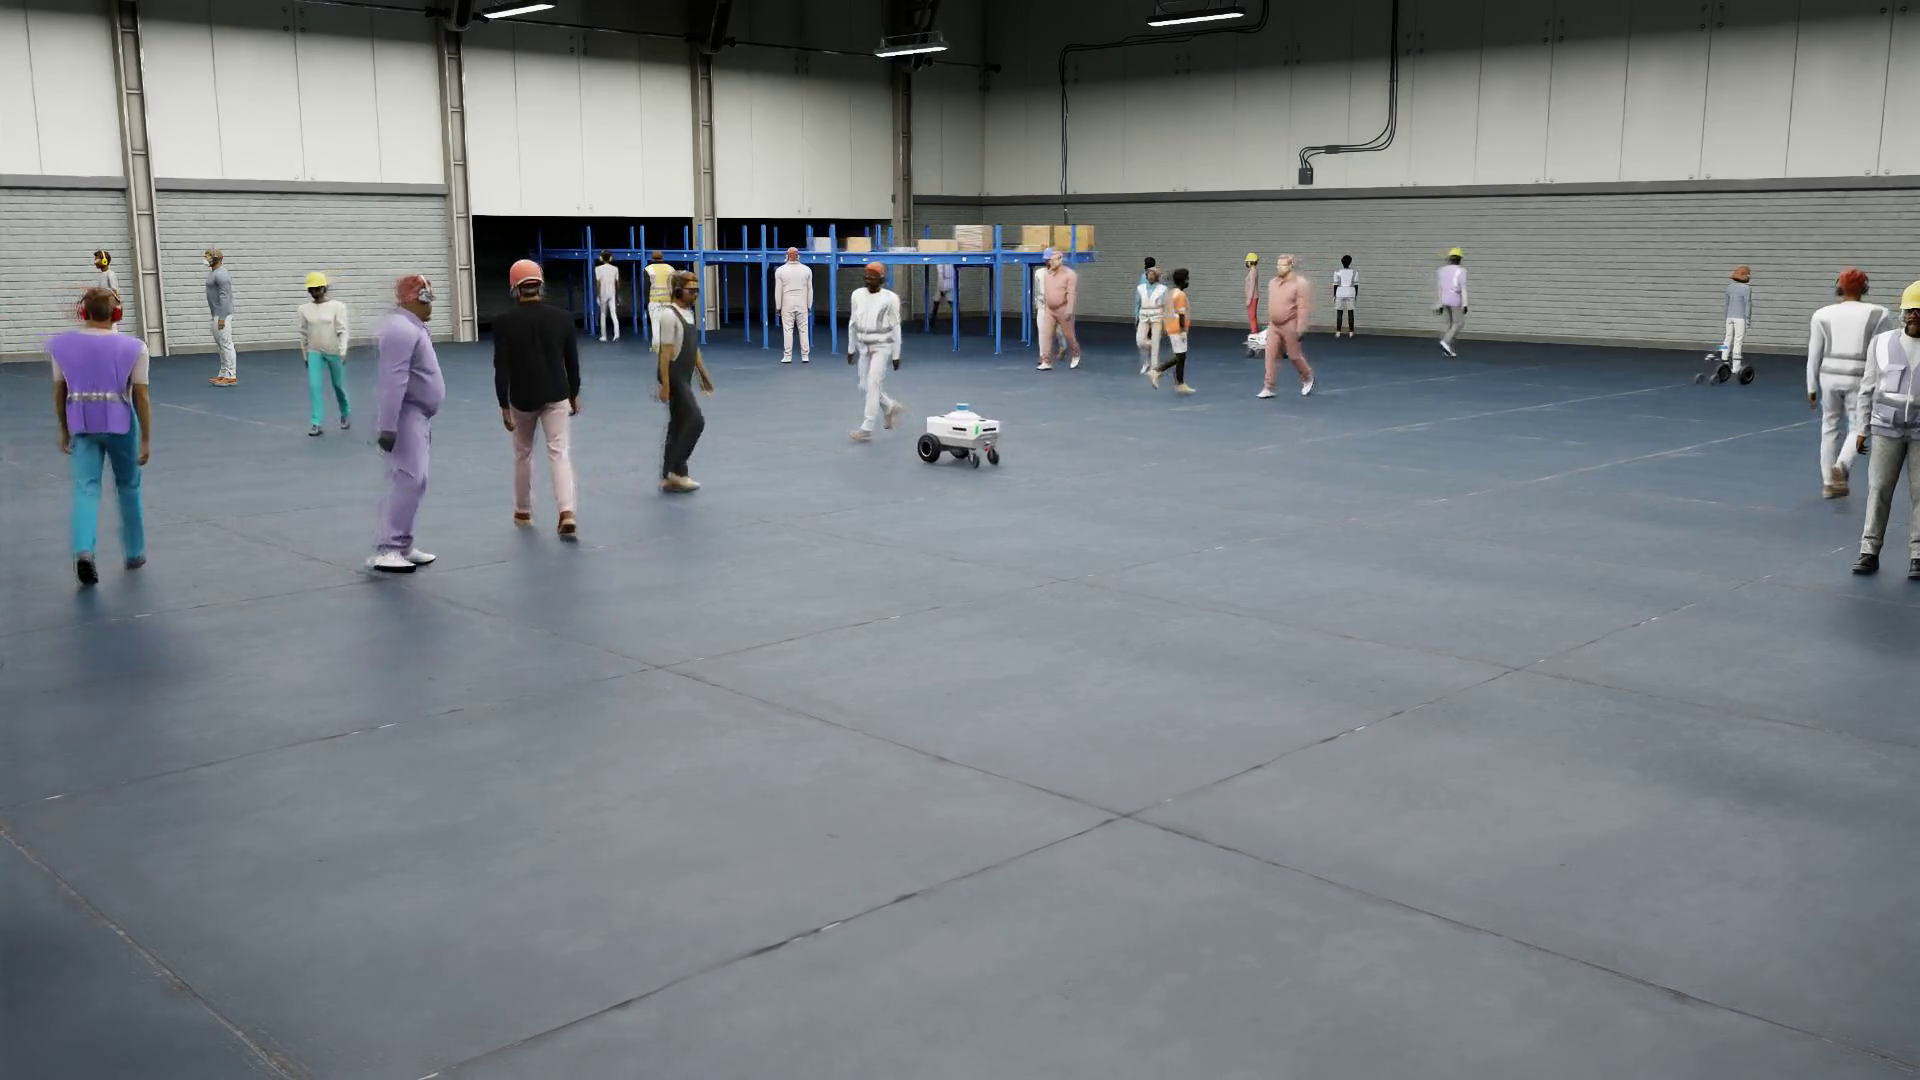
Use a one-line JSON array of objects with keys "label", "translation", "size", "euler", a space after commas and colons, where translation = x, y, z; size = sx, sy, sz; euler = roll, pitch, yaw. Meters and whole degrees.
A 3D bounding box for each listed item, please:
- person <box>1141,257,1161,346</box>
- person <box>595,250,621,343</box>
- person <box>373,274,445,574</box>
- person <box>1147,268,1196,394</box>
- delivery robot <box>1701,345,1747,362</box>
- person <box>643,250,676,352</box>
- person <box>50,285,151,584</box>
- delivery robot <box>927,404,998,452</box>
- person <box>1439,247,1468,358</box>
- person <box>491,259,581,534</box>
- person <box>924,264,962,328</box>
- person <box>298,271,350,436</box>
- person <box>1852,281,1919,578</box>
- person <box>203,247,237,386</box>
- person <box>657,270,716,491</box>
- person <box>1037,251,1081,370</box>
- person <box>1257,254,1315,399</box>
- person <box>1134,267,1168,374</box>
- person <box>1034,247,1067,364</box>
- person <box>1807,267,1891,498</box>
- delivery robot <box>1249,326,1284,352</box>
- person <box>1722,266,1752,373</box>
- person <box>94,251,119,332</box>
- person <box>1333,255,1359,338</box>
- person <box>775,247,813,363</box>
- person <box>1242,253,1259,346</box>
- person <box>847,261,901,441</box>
[{"label": "person", "translation": [3.635, -4.559, 31.828], "size": [0.320, 1.695, 0.537], "euler": [8, 13, 38]}, {"label": "person", "translation": [-6.978, -4.845, 33.059], "size": [0.532, 1.825, 0.944], "euler": [-6, 12, -28]}, {"label": "person", "translation": [-3.514, -0.746, 10.572], "size": [0.474, 1.870, 0.725], "euler": [-3, 11, -13]}, {"label": "person", "translation": [2.840, -2.774, 22.107], "size": [0.585, 1.681, 0.541], "euler": [0, 10, 3]}, {"label": "delivery robot", "translation": [10.958, -2.677, 23.834], "size": [0.698, 0.223, 0.335], "euler": [-5, 11, -23]}, {"label": "person", "translation": [-5.487, -4.356, 30.330], "size": [0.627, 1.840, 0.429], "euler": [-7, 12, -33]}, {"label": "person", "translation": [-5.312, -0.666, 10.308], "size": [0.589, 1.813, 0.918], "euler": [-3, 11, -15]}, {"label": "delivery robot", "translation": [0.022, -1.033, 15.578], "size": [0.707, 0.478, 0.477], "euler": [10, 14, 43]}, {"label": "person", "translation": [8.545, -4.117, 28.858], "size": [0.528, 1.903, 0.631], "euler": [-6, 12, -31]}, {"label": "person", "translation": [-2.997, -1.021, 11.873], "size": [0.624, 1.951, 1.023], "euler": [-4, 11, -22]}, {"label": "person", "translation": [-0.363, -5.787, 38.038], "size": [1.012, 1.889, 0.550], "euler": [9, 14, 41]}, {"label": "person", "translation": [-6.839, -2.031, 17.944], "size": [0.521, 1.733, 0.828], "euler": [-1, 10, -6]}, {"label": "person", "translation": [5.899, -0.688, 10.344], "size": [0.600, 1.831, 0.404], "euler": [8, 13, 35]}, {"label": "person", "translation": [-10.468, -3.155, 23.511], "size": [0.372, 1.940, 0.631], "euler": [-7, 13, -34]}, {"label": "person", "translation": [-2.283, -1.309, 13.771], "size": [0.502, 1.821, 0.499], "euler": [1, 10, 5]}, {"label": "person", "translation": [1.596, -3.647, 26.385], "size": [0.645, 1.874, 0.912], "euler": [8, 13, 37]}, {"label": "person", "translation": [4.307, -2.812, 21.824], "size": [0.883, 1.875, 0.658], "euler": [-9, 14, -41]}, {"label": "person", "translation": [2.876, -3.289, 25.067], "size": [0.536, 1.626, 0.371], "euler": [5, 11, 24]}, {"label": "person", "translation": [1.542, -3.913, 27.709], "size": [0.615, 1.922, 0.872], "euler": [5, 11, 24]}, {"label": "person", "translation": [7.069, -1.242, 13.288], "size": [0.590, 1.862, 0.651], "euler": [8, 13, 37]}, {"label": "delivery robot", "translation": [5.373, -3.473, 28.880], "size": [0.707, 0.478, 0.477], "euler": [-5, 12, -25]}, {"label": "person", "translation": [12.001, -3.397, 25.662], "size": [0.282, 1.631, 0.504], "euler": [-3, 11, -17]}, {"label": "person", "translation": [-13.275, -3.560, 25.909], "size": [0.314, 1.869, 0.535], "euler": [-9, 14, -41]}, {"label": "person", "translation": [7.982, -5.039, 34.439], "size": [0.531, 1.697, 0.320], "euler": [1, 10, 7]}, {"label": "person", "translation": [-2.766, -3.902, 27.668], "size": [0.638, 1.909, 0.408], "euler": [-3, 11, -18]}, {"label": "person", "translation": [5.630, -4.658, 32.173], "size": [0.305, 1.771, 0.525], "euler": [3, 11, 15]}, {"label": "person", "translation": [-0.844, -1.972, 17.303], "size": [0.635, 1.855, 0.754], "euler": [7, 13, 34]}]
